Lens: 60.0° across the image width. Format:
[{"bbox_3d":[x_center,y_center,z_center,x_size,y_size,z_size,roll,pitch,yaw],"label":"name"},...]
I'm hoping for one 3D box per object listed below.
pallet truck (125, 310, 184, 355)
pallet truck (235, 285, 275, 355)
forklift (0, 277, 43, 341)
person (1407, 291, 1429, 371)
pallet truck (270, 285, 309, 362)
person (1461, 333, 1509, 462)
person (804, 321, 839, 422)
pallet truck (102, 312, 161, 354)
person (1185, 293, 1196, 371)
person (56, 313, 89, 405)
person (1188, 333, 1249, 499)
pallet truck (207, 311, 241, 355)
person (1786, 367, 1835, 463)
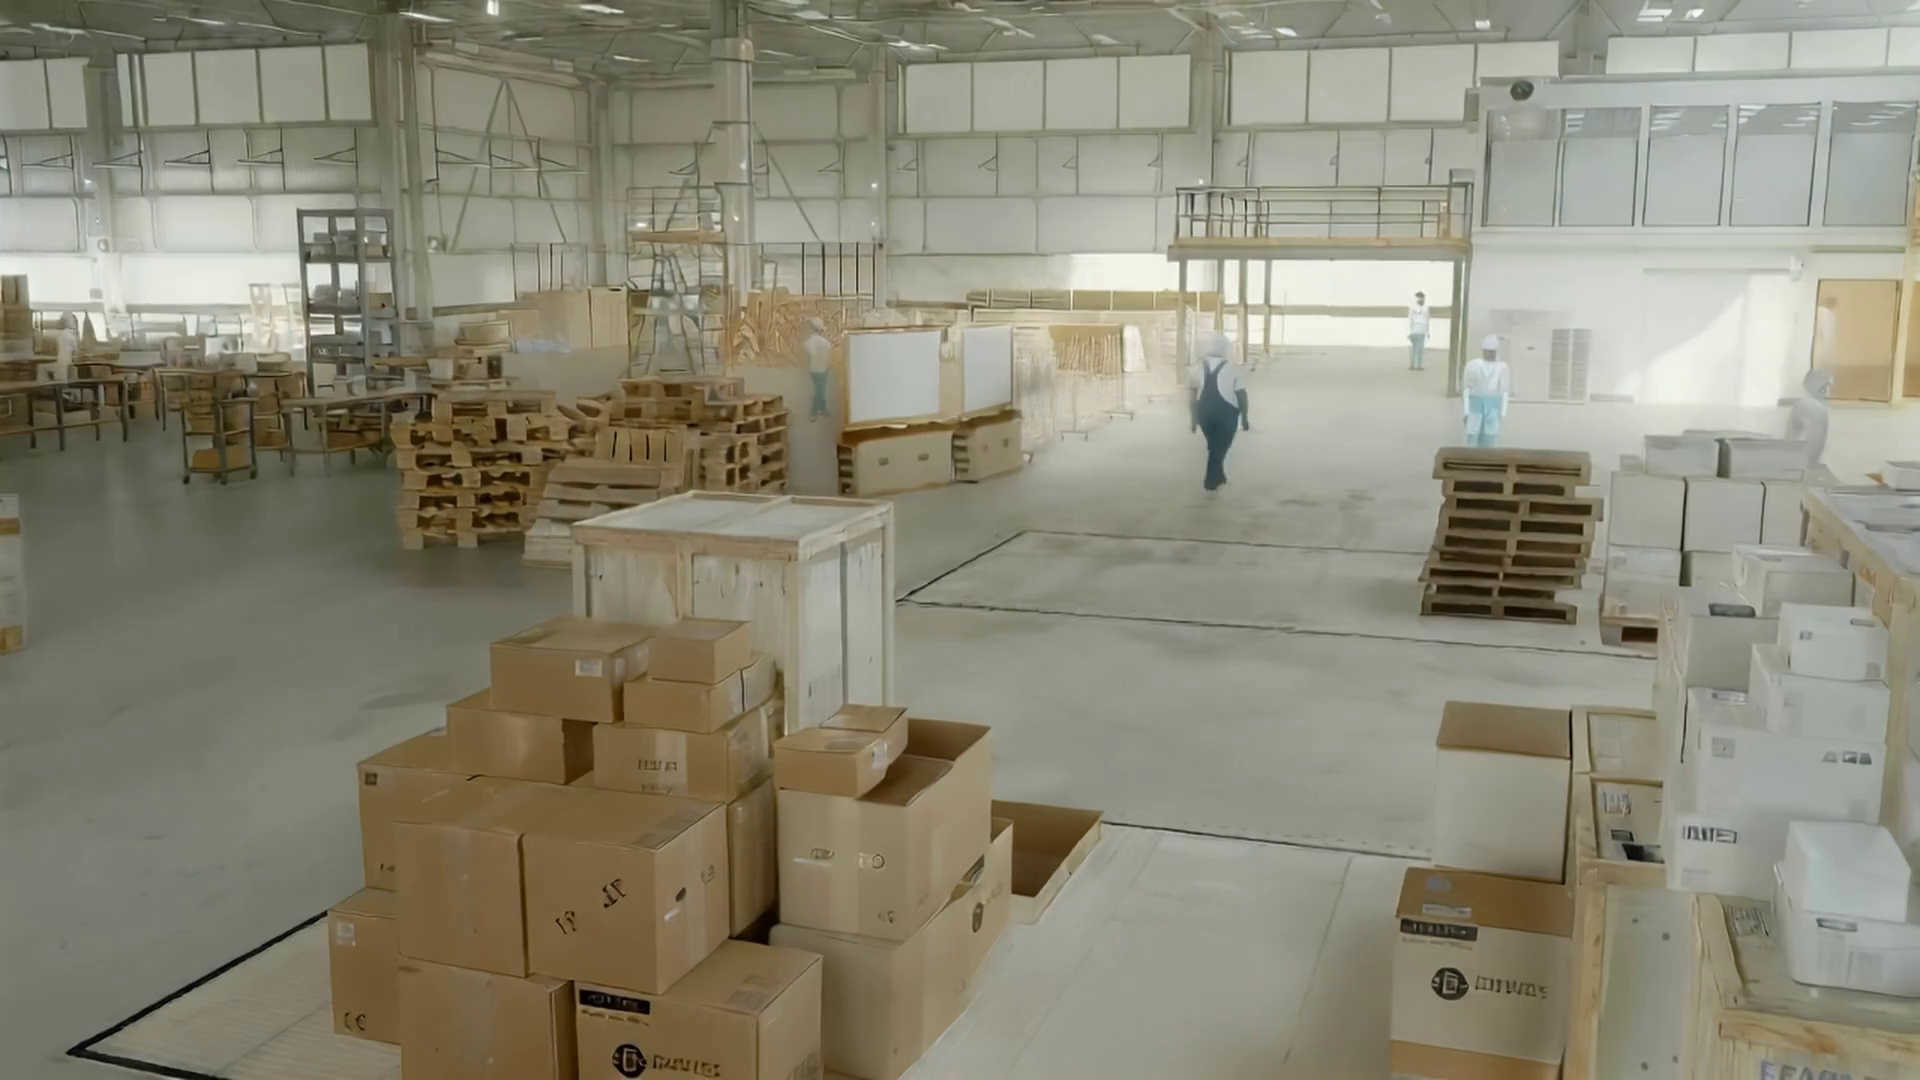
[{"bbox_3d":[-22.038,-5.665,45.457,0.704,1.261,1.522,3,11,17],"label":"pallet truck"},{"bbox_3d":[-18.327,-5.835,44.421,0.823,1.965,1.885,4,11,23],"label":"pallet truck"},{"bbox_3d":[-27.151,-6.329,46.328,1.157,1.987,2.680,3,11,17],"label":"forklift"},{"bbox_3d":[11.034,-5.024,40.044,0.589,1.930,0.356,-4,11,-22],"label":"person"},{"bbox_3d":[-17.147,-5.700,43.663,0.823,1.965,1.885,3,11,17],"label":"pallet truck"},{"bbox_3d":[6.634,-1.648,21.023,0.553,1.936,0.370,2,10,12],"label":"person"},{"bbox_3d":[-2.387,-2.927,28.827,0.532,1.724,0.900,6,12,30],"label":"person"},{"bbox_3d":[-23.057,-5.777,46.261,0.680,1.201,1.601,3,11,19],"label":"pallet truck"},{"bbox_3d":[5.519,-4.995,40.010,0.342,1.882,0.587,-3,11,-16],"label":"person"},{"bbox_3d":[-15.382,-2.992,28.812,0.561,1.855,0.400,7,12,33],"label":"person"},{"bbox_3d":[3.119,-1.530,20.056,0.684,2.000,1.036,7,12,36],"label":"person"},{"bbox_3d":[-19.537,-5.575,44.913,0.653,1.274,1.630,3,11,19],"label":"pallet truck"},{"bbox_3d":[7.859,-0.614,15.233,0.701,1.916,0.662,4,11,19],"label":"person"}]
